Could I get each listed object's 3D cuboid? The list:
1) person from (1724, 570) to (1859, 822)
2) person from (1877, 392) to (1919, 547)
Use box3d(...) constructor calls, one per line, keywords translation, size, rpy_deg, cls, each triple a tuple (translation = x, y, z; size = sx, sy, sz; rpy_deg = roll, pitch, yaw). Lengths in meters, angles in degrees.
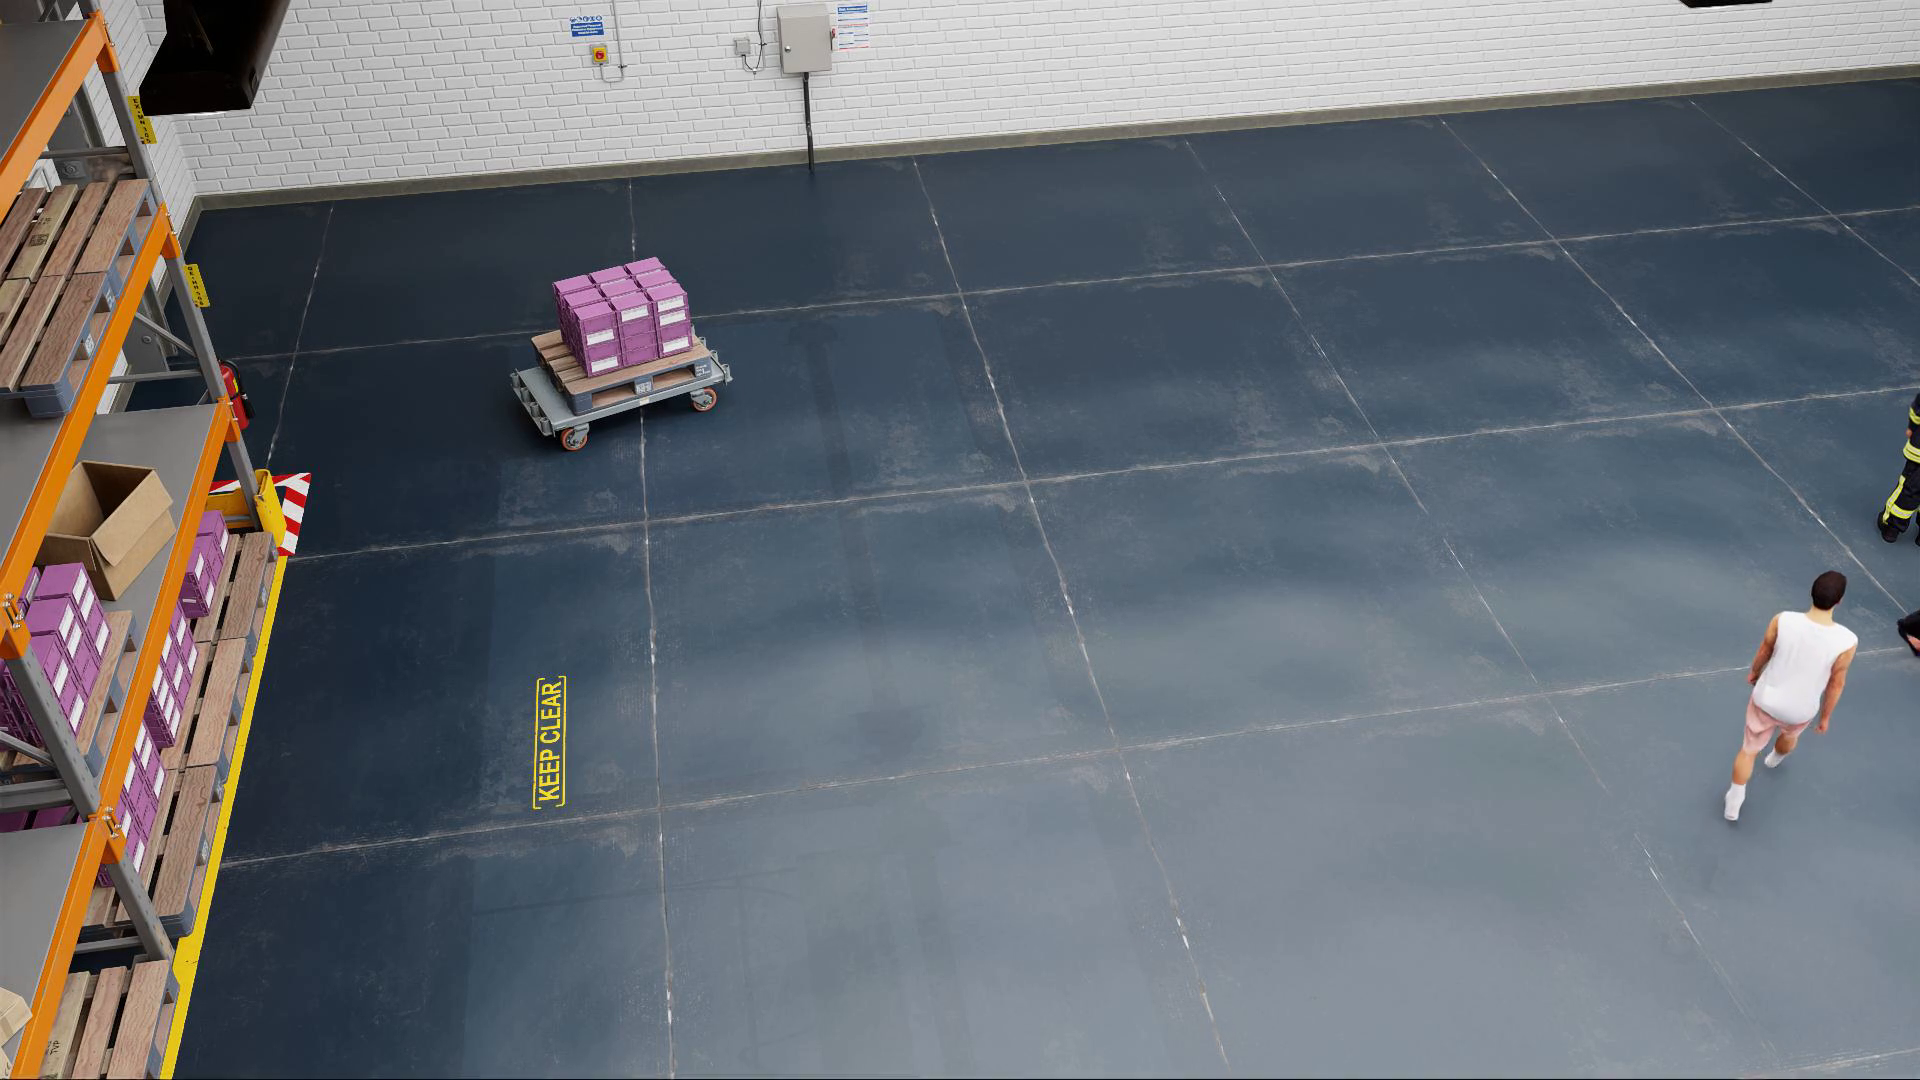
box3d(translation=(4.957, 1.003, 10.035), size=(1.088, 1.746, 1.170), rpy_deg=(22, 44, 25), cls="person")
box3d(translation=(7.223, -0.786, 12.129), size=(0.893, 1.927, 0.880), rpy_deg=(13, 40, 15), cls="person")
